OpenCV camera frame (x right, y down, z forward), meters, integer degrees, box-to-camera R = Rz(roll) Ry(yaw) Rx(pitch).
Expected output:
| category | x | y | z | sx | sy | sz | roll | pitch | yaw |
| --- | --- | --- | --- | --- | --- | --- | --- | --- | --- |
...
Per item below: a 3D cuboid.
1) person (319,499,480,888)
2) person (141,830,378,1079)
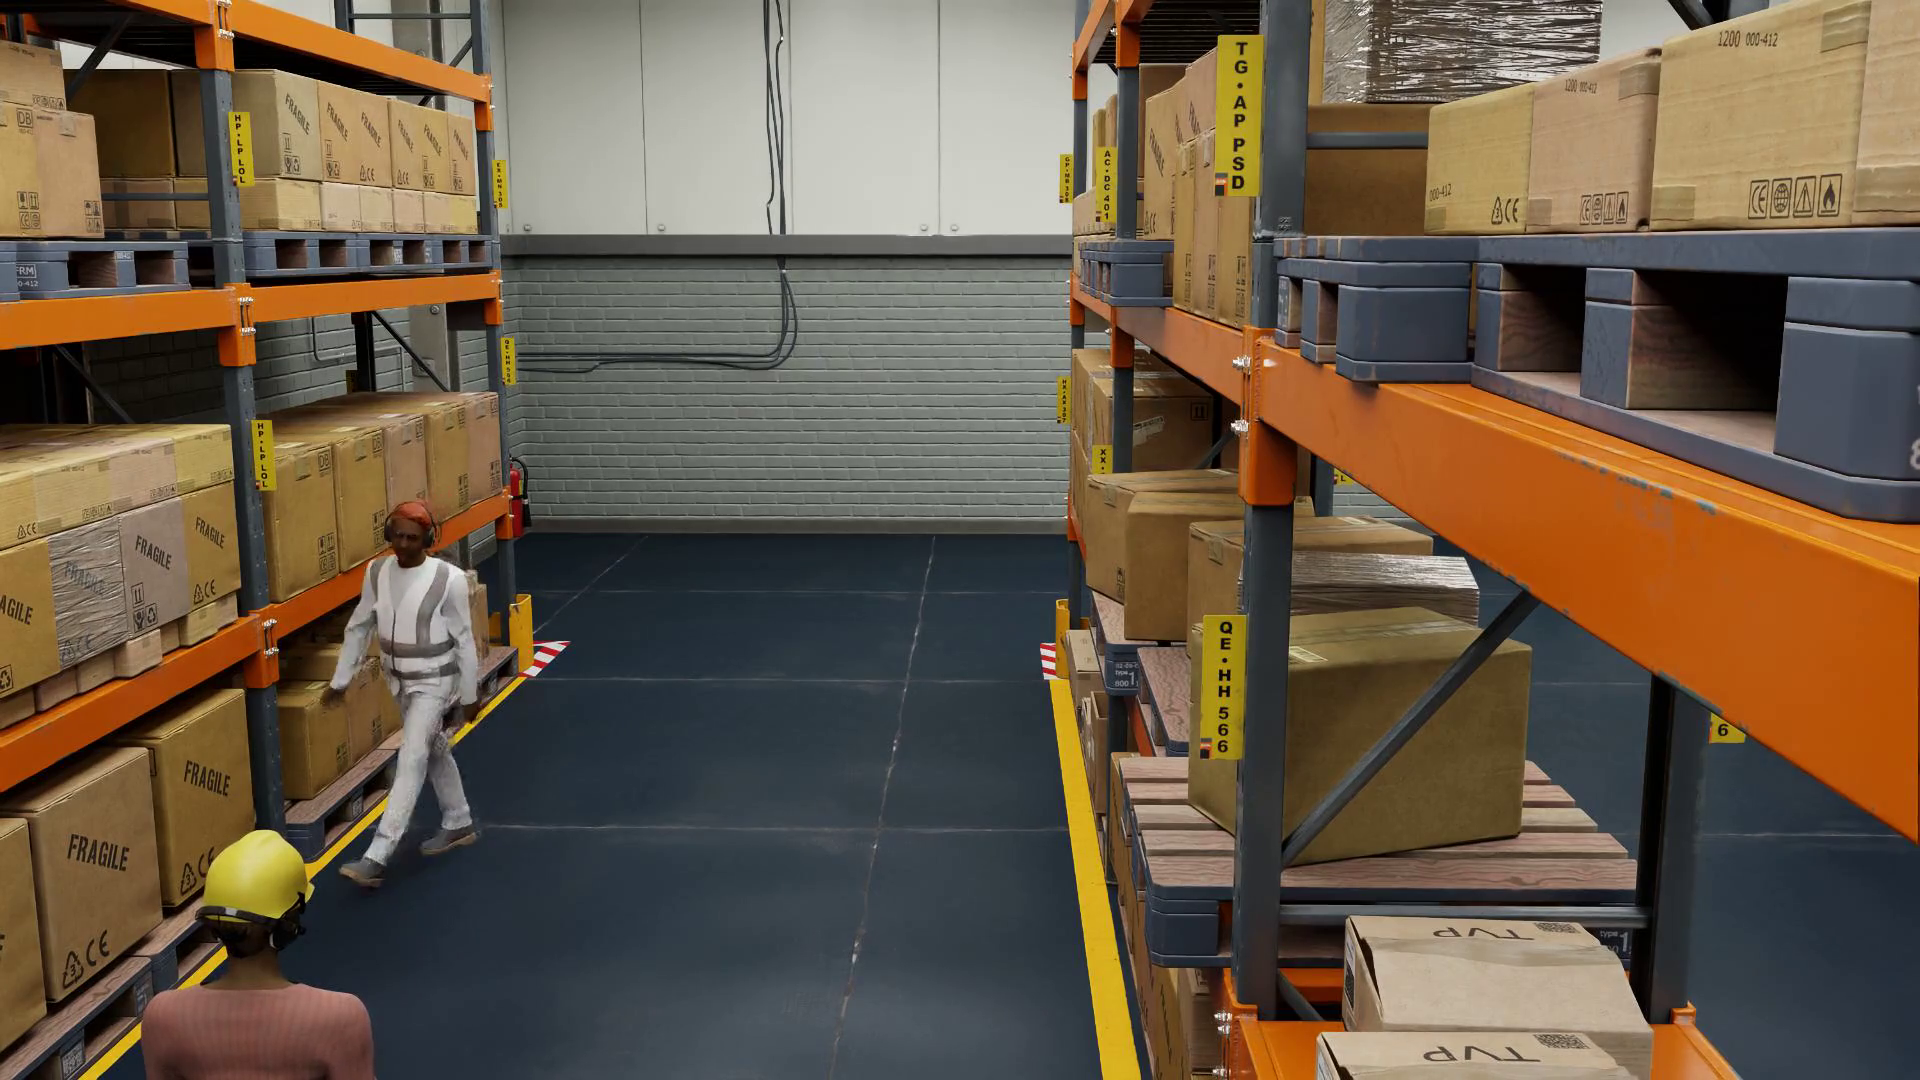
| category | x | y | z | sx | sy | sz | roll | pitch | yaw |
| --- | --- | --- | --- | --- | --- | --- | --- | --- | --- |
| person | -2.693 | 0.715 | 7.969 | 0.682 | 1.826 | 0.978 | 6 | 11 | 28 |
| person | -1.515 | 1.506 | 3.712 | 0.523 | 1.769 | 0.310 | 0 | 10 | 1 |
